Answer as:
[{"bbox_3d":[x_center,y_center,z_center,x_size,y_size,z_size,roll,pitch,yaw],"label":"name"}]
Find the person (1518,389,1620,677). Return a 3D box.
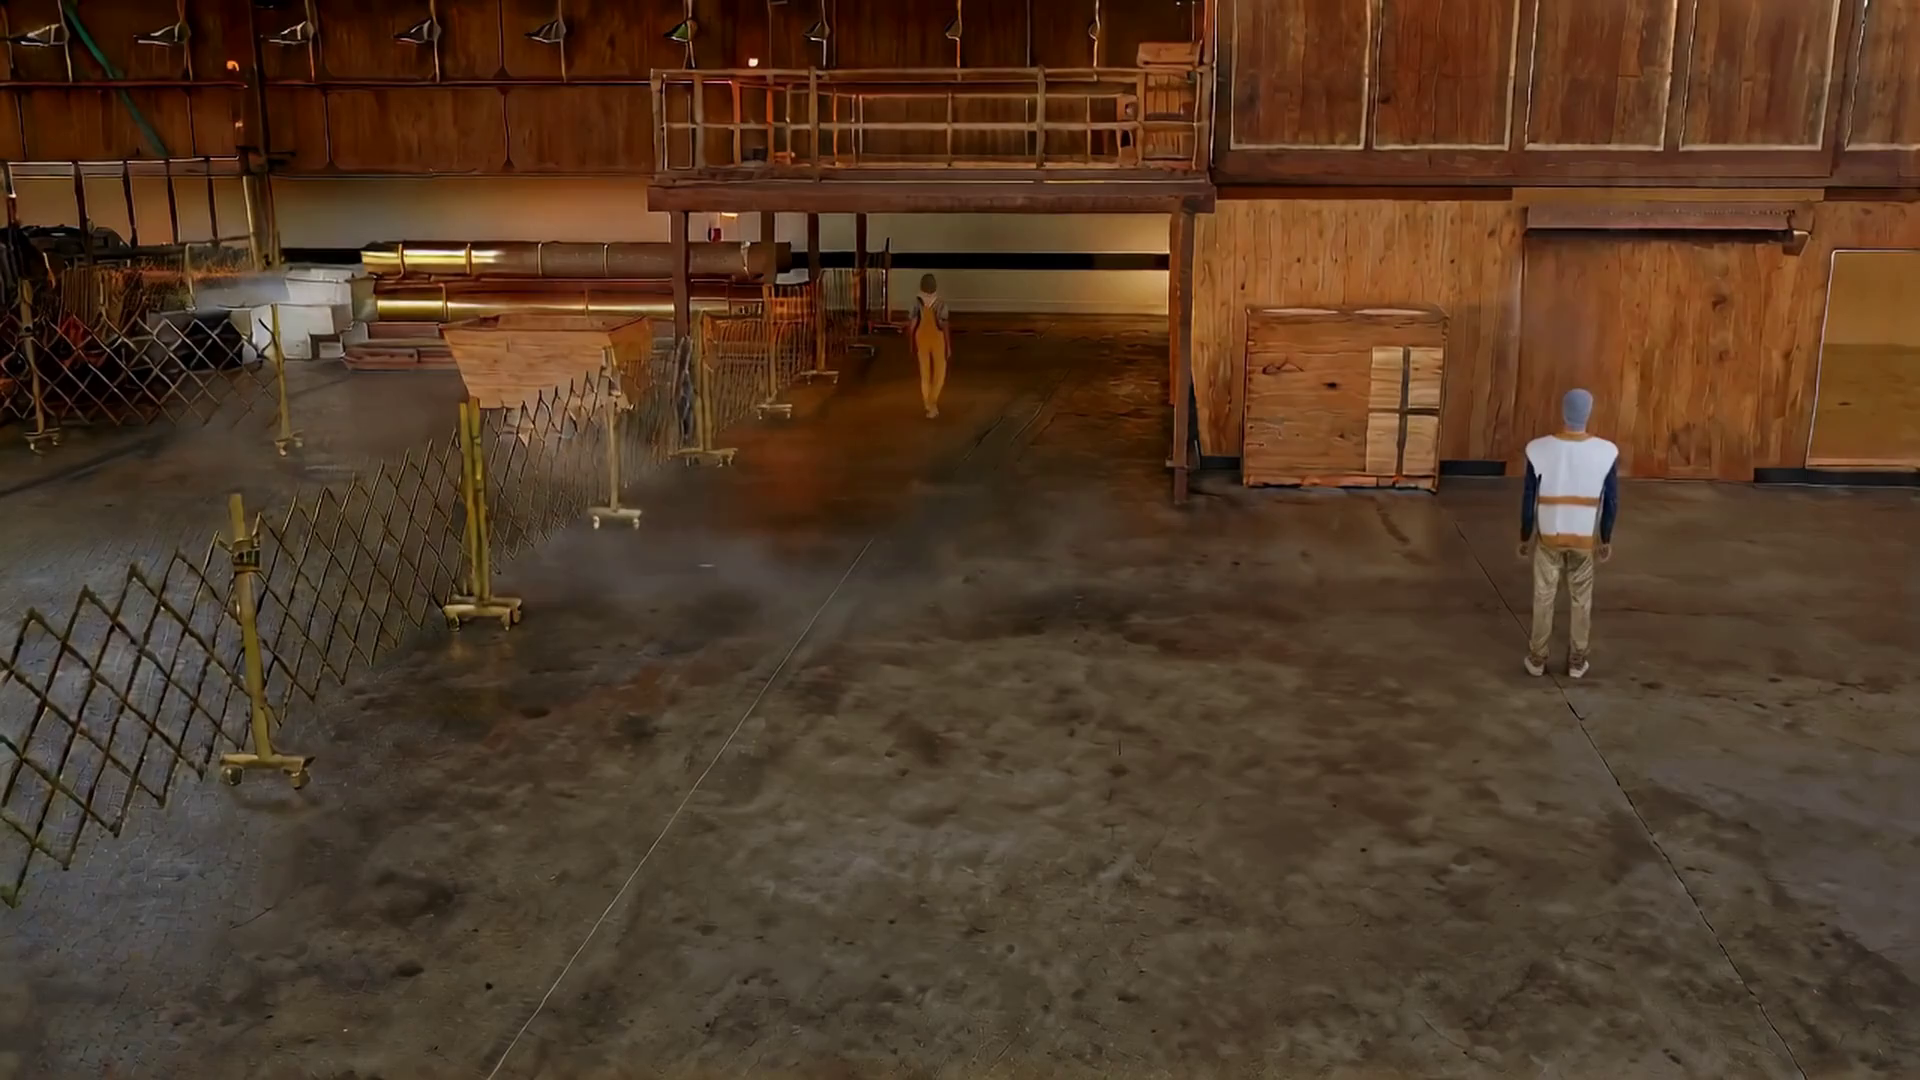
[{"bbox_3d":[3.992,-0.037,10.949,0.597,1.915,0.375,4,14,14],"label":"person"}]

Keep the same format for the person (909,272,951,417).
[{"bbox_3d":[-0.379,-2.455,21.010,0.550,1.832,0.434,3,14,11],"label":"person"}]
